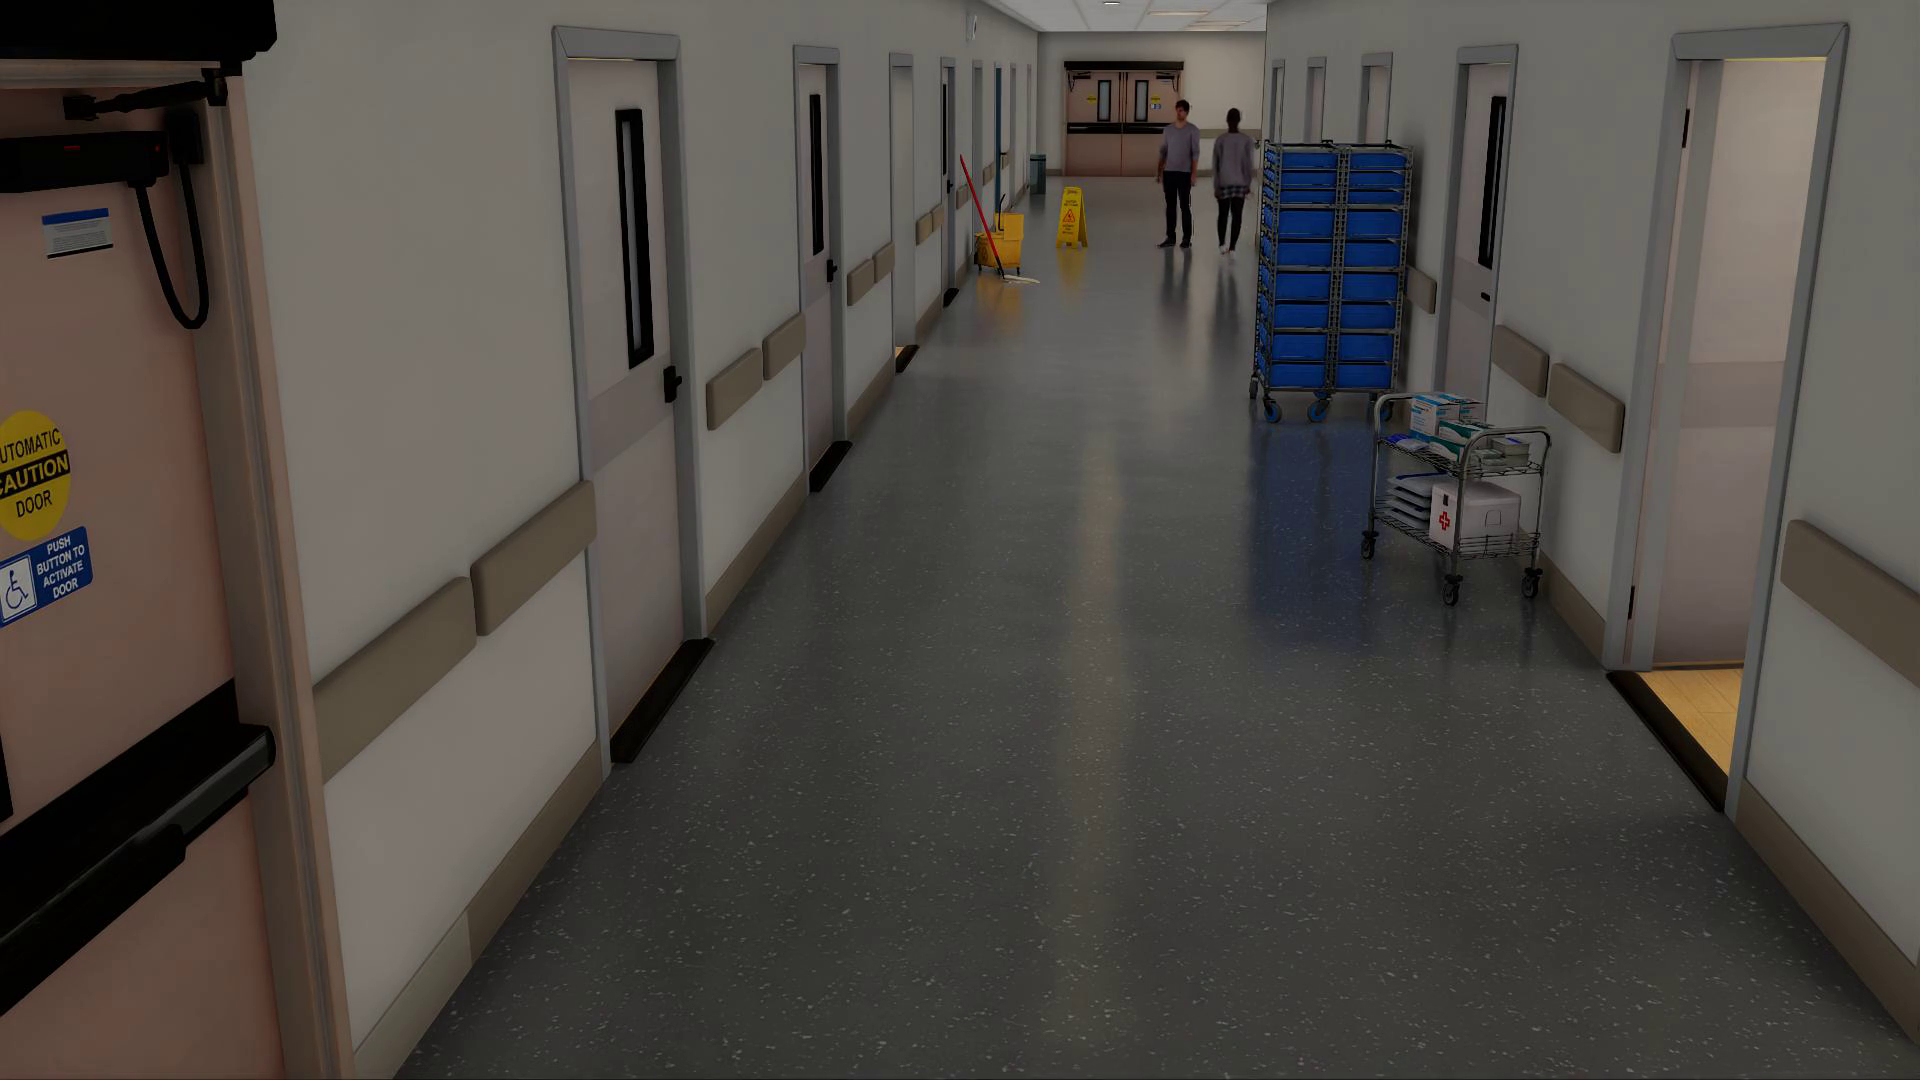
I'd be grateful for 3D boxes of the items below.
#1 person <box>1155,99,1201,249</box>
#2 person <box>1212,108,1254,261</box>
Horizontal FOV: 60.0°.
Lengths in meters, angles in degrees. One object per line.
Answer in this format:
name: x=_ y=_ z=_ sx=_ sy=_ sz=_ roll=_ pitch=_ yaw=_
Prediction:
person: x=2.813 y=-4.680 z=21.240 sx=0.771 sy=1.841 sz=0.753 roll=11 pitch=19 yaw=34
person: x=3.201 y=-4.125 z=19.482 sx=0.666 sy=1.726 sz=1.155 roll=2 pitch=16 yaw=8
